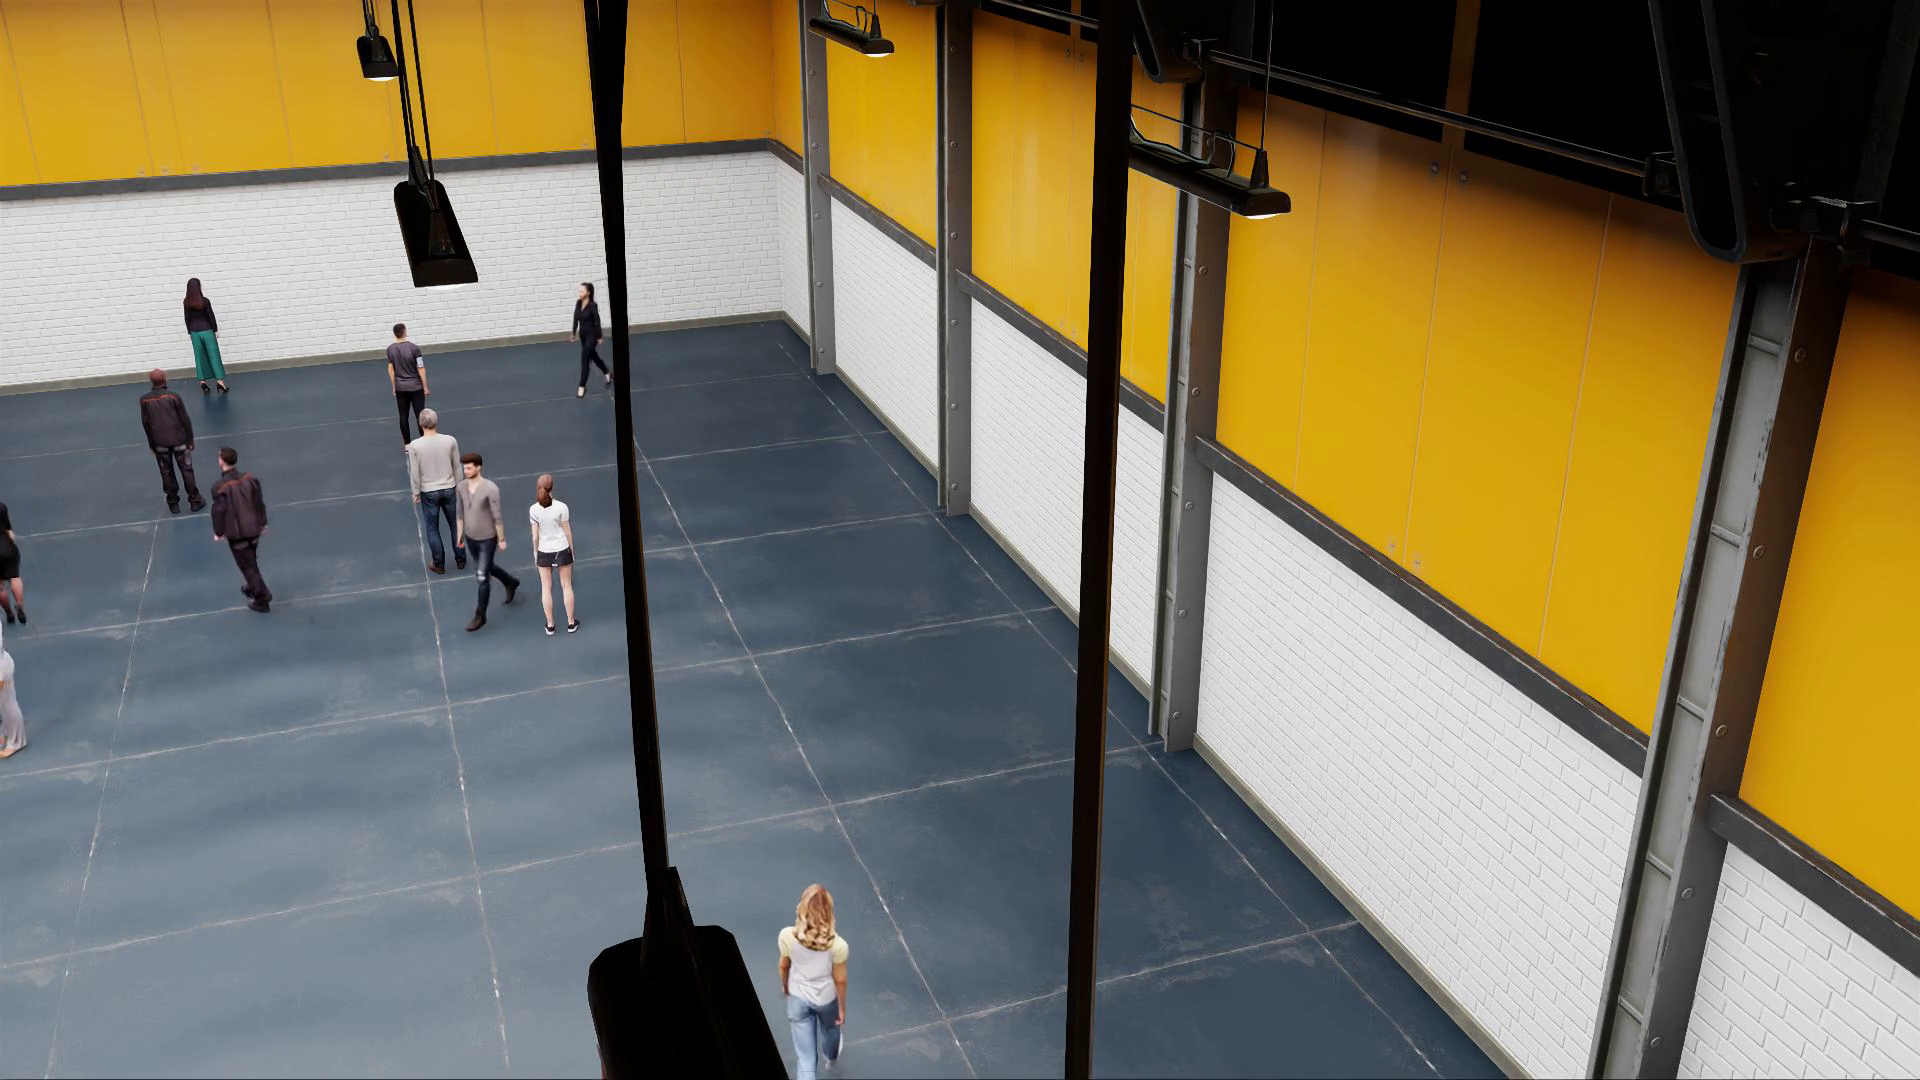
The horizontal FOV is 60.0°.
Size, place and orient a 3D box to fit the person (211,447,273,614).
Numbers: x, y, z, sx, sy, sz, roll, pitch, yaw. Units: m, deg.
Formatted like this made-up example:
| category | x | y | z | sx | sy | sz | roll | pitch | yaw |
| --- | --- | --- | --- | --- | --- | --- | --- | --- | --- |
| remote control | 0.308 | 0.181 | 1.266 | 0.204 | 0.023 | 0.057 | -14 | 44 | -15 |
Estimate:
| category | x | y | z | sx | sy | sz | roll | pitch | yaw |
| --- | --- | --- | --- | --- | --- | --- | --- | --- | --- |
| person | -7.604 | -0.090 | 17.743 | 1.058 | 1.837 | 0.986 | 13 | 27 | 26 |

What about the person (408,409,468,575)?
| category | x | y | z | sx | sy | sz | roll | pitch | yaw |
| --- | --- | --- | --- | --- | --- | --- | --- | --- | --- |
| person | -5.871 | -0.555 | 18.717 | 0.783 | 1.909 | 0.690 | -13 | 27 | -28 |

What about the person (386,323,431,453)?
| category | x | y | z | sx | sy | sz | roll | pitch | yaw |
| --- | --- | --- | --- | --- | --- | --- | --- | --- | --- |
| person | -7.404 | -2.050 | 22.319 | 0.710 | 1.764 | 0.680 | 1 | 24 | 1 |

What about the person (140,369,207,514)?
| category | x | y | z | sx | sy | sz | roll | pitch | yaw |
| --- | --- | --- | --- | --- | --- | --- | --- | --- | --- |
| person | -9.657 | -1.215 | 20.341 | 0.712 | 1.818 | 0.619 | -6 | 24 | -14 |

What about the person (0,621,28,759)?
| category | x | y | z | sx | sy | sz | roll | pitch | yaw |
| --- | --- | --- | --- | --- | --- | --- | --- | --- | --- |
| person | -8.732 | 1.127 | 15.099 | 0.774 | 1.725 | 0.830 | 10 | 26 | 22 |

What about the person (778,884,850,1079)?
| category | x | y | z | sx | sy | sz | roll | pitch | yaw |
| --- | --- | --- | --- | --- | --- | --- | --- | --- | --- |
| person | -0.963 | 3.055 | 10.756 | 0.965 | 1.672 | 1.228 | 2 | 24 | 6 |

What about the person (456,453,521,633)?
| category | x | y | z | sx | sy | sz | roll | pitch | yaw |
| --- | --- | --- | --- | --- | --- | --- | --- | --- | --- |
| person | -5.001 | -0.045 | 17.603 | 1.213 | 1.868 | 1.265 | 11 | 26 | 24 |

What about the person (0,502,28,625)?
| category | x | y | z | sx | sy | sz | roll | pitch | yaw |
| --- | --- | --- | --- | --- | --- | --- | --- | --- | --- |
| person | -10.010 | 0.171 | 17.333 | 0.759 | 1.688 | 0.959 | -17 | 29 | -34 |

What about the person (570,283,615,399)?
| category | x | y | z | sx | sy | sz | roll | pitch | yaw |
| --- | --- | --- | --- | --- | --- | --- | --- | --- | --- |
| person | -5.424 | -2.972 | 24.540 | 1.072 | 1.675 | 1.003 | 17 | 29 | 33 |

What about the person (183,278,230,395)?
| category | x | y | z | sx | sy | sz | roll | pitch | yaw |
| --- | --- | --- | --- | --- | --- | --- | --- | --- | --- |
| person | -11.178 | -3.020 | 24.571 | 0.702 | 1.738 | 0.669 | 1 | 24 | 3 |

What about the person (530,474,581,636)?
| category | x | y | z | sx | sy | sz | roll | pitch | yaw |
| --- | --- | --- | --- | --- | --- | --- | --- | --- | --- |
| person | -4.232 | 0.147 | 17.309 | 0.593 | 1.752 | 0.588 | -5 | 24 | -12 |
